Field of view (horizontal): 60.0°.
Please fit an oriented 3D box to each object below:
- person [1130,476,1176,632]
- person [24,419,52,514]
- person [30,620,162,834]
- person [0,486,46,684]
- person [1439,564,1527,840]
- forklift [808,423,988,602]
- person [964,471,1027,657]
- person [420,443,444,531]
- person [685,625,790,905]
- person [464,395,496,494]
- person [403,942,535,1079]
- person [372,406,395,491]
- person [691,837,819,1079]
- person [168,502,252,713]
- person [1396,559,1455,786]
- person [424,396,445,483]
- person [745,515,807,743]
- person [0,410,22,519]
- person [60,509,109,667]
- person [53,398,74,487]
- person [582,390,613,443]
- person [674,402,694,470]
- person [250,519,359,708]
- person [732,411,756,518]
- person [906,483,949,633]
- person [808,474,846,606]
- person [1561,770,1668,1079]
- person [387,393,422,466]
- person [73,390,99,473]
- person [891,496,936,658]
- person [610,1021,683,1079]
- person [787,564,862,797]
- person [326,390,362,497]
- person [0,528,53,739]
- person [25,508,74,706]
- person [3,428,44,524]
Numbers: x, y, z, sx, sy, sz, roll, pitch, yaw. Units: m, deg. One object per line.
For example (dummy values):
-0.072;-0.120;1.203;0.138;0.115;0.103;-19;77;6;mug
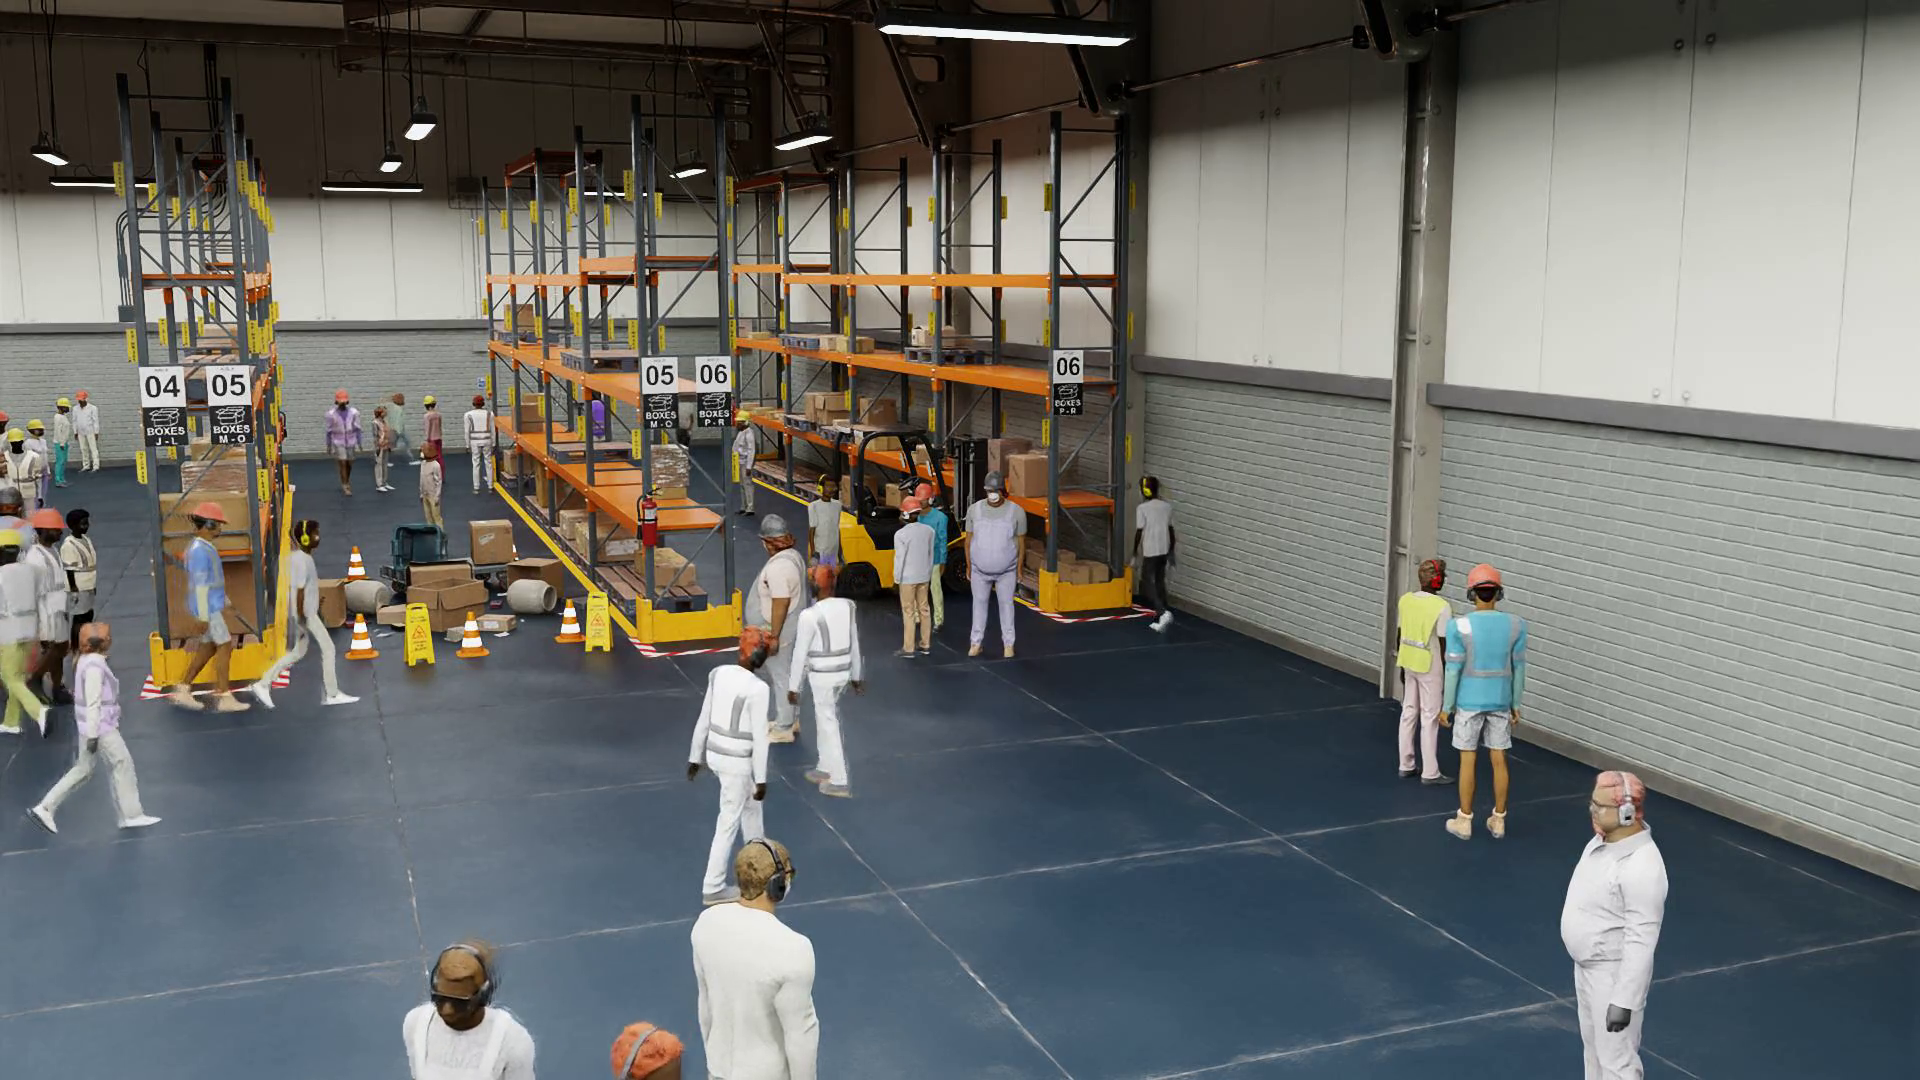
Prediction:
2.277;0.182;19.128;0.601;1.846;0.577;-5;10;-30;person
-15.239;-1.116;27.524;0.302;1.772;0.525;0;9;2;person
-6.448;1.384;12.301;0.786;1.606;0.507;-6;11;-34;person
-9.571;0.446;16.838;0.681;2.000;0.535;-2;9;-14;person
3.821;1.186;12.207;0.605;2.033;0.392;0;9;-3;person
-0.830;-0.399;21.676;2.313;2.155;1.214;-4;10;-21;forklift
0.372;0.261;18.001;0.680;2.000;0.537;1;9;7;person
-7.963;-0.648;25.002;0.498;1.634;0.279;8;12;41;person
-1.421;1.471;11.024;0.702;1.853;0.597;-8;12;-40;person
-9.099;-1.816;31.576;0.574;1.883;0.356;-3;10;-20;person
-1.757;2.279;6.013;0.537;1.815;0.476;2;9;11;person
-11.107;-1.758;31.955;0.307;1.645;0.521;1;9;6;person
-0.808;2.126;6.630;0.625;1.931;0.380;7;12;38;person
-7.181;0.651;15.744;0.748;2.009;0.659;-4;10;-25;person
3.766;1.069;13.523;0.393;1.847;0.563;-5;10;-27;person
-10.450;-1.972;32.929;0.324;1.765;0.533;3;9;16;person
-1.639;0.773;14.784;0.537;2.000;0.674;1;9;8;person
-14.998;-1.022;26.070;0.605;2.045;0.382;4;10;22;person
-9.303;0.505;17.594;0.320;1.685;0.539;-1;9;-7;person
-17.536;-1.902;32.548;0.376;1.752;0.517;-2;9;-14;person
-7.383;-2.158;33.853;0.624;1.845;0.430;-5;10;-27;person
-5.828;-2.357;35.150;0.570;1.835;0.390;6;11;32;person
-6.308;0.708;15.880;0.893;1.828;0.513;-5;10;-27;person
-3.696;-1.297;28.460;0.404;1.830;0.602;-4;10;-23;person
-0.401;0.202;19.285;0.564;1.750;0.335;5;10;29;person
-1.522;0.165;19.148;0.328;1.872;0.514;8;12;40;person
2.955;1.979;7.613;0.411;1.909;0.643;1;9;4;person
-12.191;-2.395;36.132;0.846;1.590;0.513;-6;11;-32;person
-18.346;-2.271;34.887;0.568;1.740;0.354;1;9;7;person
-0.521;0.396;18.052;0.561;1.752;0.327;-9;12;-43;person
-0.986;2.388;5.133;0.395;1.877;0.579;6;11;32;person
-1.137;1.102;13.251;0.708;1.860;0.622;7;12;38;person
-11.646;-1.849;31.410;0.602;2.010;0.947;-6;11;-32;person
-8.377;0.843;14.827;0.785;1.888;0.600;5;10;27;person
-8.675;0.659;15.859;0.440;1.925;0.576;-2;9;-12;person
-13.638;-0.660;24.150;0.585;1.929;0.370;-4;10;-24;person
